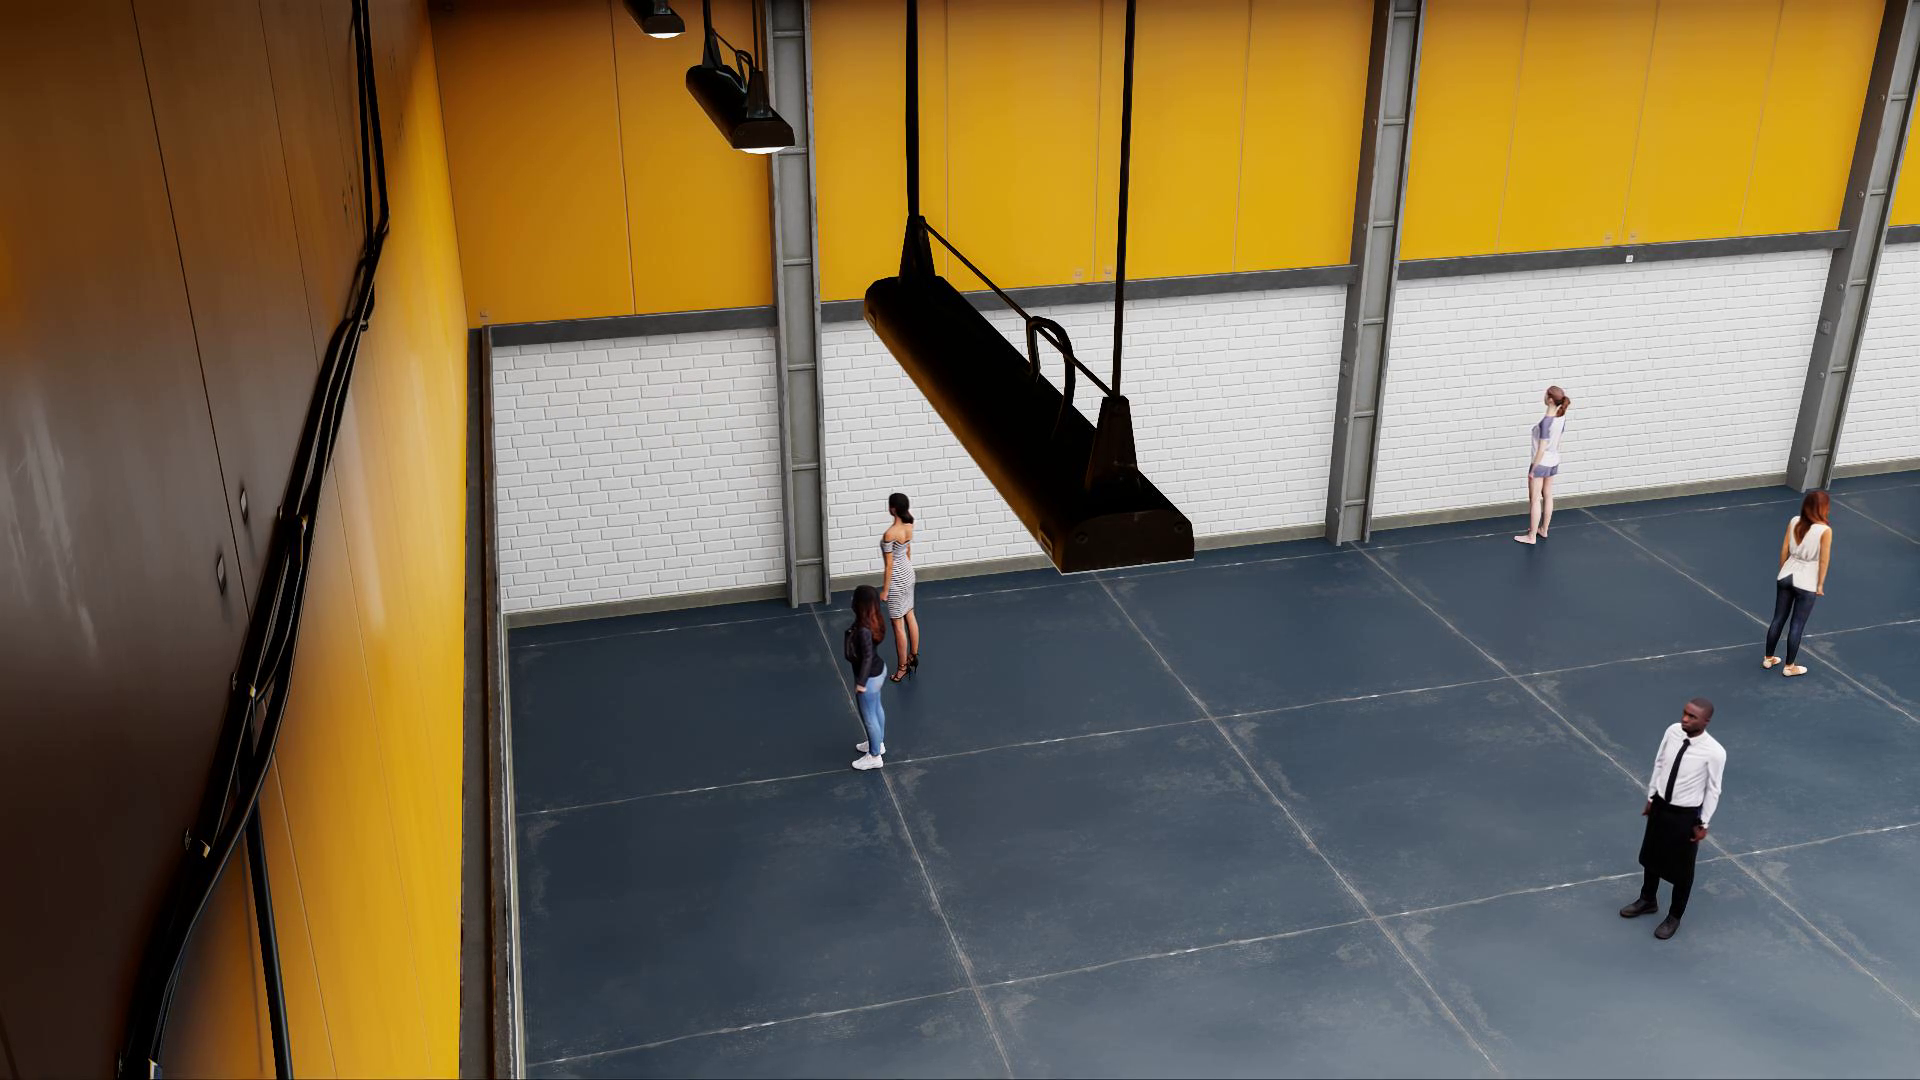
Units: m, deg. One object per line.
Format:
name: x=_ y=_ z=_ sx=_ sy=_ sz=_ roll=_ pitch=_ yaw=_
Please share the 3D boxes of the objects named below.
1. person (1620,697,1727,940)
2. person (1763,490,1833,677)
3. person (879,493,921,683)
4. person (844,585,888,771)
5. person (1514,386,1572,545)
person: x=5.030 y=1.905 z=11.631 sx=0.633 sy=1.836 sz=0.695 roll=-14 pitch=27 yaw=-28
person: x=7.650 y=0.382 z=15.180 sx=0.603 sy=1.785 sz=0.638 roll=-13 pitch=27 yaw=-27
person: x=-0.537 y=0.417 z=15.054 sx=0.731 sy=1.822 sz=0.677 roll=12 pitch=26 yaw=26
person: x=-0.753 y=1.109 z=13.706 sx=0.697 sy=1.633 sz=0.717 roll=4 pitch=24 yaw=8
person: x=6.311 y=-0.822 z=17.955 sx=0.636 sy=1.768 sz=0.727 roll=-20 pitch=30 yaw=-37
